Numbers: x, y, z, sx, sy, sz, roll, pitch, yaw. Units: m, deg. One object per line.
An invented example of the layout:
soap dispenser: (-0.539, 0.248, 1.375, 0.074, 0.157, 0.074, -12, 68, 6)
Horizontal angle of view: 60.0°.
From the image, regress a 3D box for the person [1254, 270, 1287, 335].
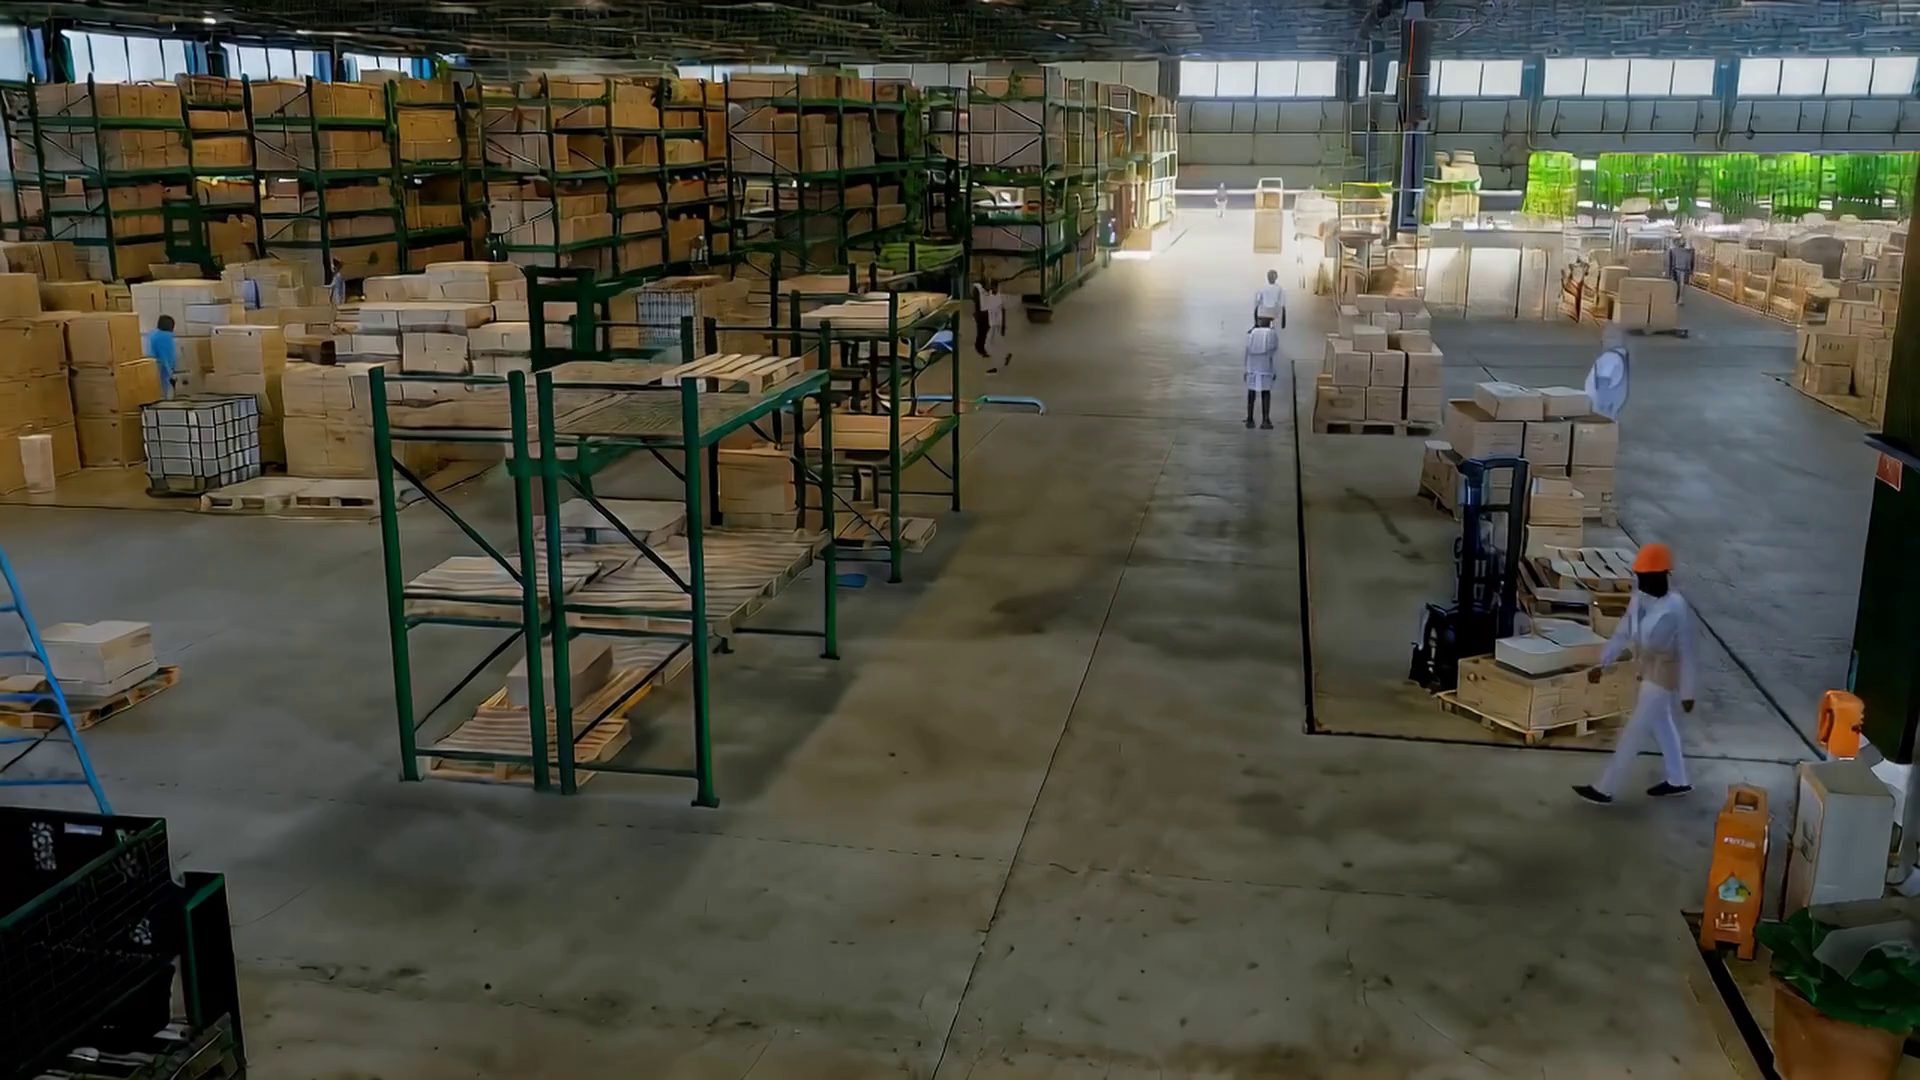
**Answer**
person: (6.175, -4.415, 33.104, 0.629, 1.911, 1.017, 3, 14, 11)

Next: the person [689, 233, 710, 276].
person: (-6.998, -7.262, 44.628, 0.552, 1.936, 0.360, 3, 14, 11)

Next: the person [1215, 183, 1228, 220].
person: (13.712, -17.768, 87.287, 0.649, 1.943, 1.041, -5, 15, -20)

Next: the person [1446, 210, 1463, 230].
person: (16.441, -9.937, 55.275, 0.615, 2.038, 0.396, -4, 14, -17)

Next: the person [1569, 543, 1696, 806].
person: (4.720, 0.933, 11.493, 1.000, 1.873, 0.603, -1, 14, -5)

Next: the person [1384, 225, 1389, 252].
person: (14.428, -9.885, 55.925, 0.279, 1.624, 0.494, -10, 17, -35)

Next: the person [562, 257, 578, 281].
person: (-9.363, -6.023, 40.234, 0.523, 1.631, 0.315, 0, 14, -2)

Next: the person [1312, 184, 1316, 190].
person: (19.446, -18.681, 91.438, 0.844, 1.708, 0.557, -6, 15, -24)

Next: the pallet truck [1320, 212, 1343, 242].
pallet truck: (15.874, -13.227, 70.310, 0.680, 1.201, 1.601, 10, 17, 35)

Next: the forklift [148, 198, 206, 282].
forklift: (-21.104, -7.887, 45.226, 1.129, 2.768, 1.873, 3, 14, 10)

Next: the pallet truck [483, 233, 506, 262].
pallet truck: (-11.832, -7.026, 43.548, 1.885, 1.965, 0.823, 8, 16, 28)

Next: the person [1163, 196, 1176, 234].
person: (9.490, -14.728, 75.383, 0.541, 1.714, 0.922, 2, 14, 9)

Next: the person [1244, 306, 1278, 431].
person: (4.720, -2.684, 26.045, 0.551, 1.932, 0.378, 8, 16, 30)

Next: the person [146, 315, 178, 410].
person: (-12.549, -2.607, 26.027, 0.680, 1.802, 0.629, 13, 19, 42)

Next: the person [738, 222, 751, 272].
person: (-7.197, -9.808, 55.483, 0.319, 1.690, 0.535, 12, 18, 41)

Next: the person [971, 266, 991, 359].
person: (0.457, -4.664, 34.140, 0.431, 1.905, 0.620, 9, 16, 33)

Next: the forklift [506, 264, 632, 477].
forklift: (-5.445, -2.379, 22.864, 1.129, 2.768, 1.873, 3, 14, 10)

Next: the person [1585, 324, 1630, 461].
person: (8.979, -2.001, 23.055, 0.691, 2.000, 0.627, -13, 19, -43)

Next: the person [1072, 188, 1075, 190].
person: (6.049, -18.056, 89.108, 0.572, 1.622, 0.489, -9, 16, -32)

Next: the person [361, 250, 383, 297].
person: (-13.554, -5.780, 38.711, 1.031, 1.878, 0.661, -12, 18, -41)

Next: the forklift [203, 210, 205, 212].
forklift: (-25.116, -10.520, 55.913, 1.873, 2.768, 1.129, -4, 14, -14)

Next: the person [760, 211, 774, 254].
person: (-7.323, -11.668, 63.164, 0.499, 1.629, 0.287, -1, 14, -4)

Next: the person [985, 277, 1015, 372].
person: (0.762, -4.214, 32.435, 0.630, 1.849, 0.532, -7, 16, -27)

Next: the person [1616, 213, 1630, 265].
person: (23.143, -10.513, 58.085, 0.403, 1.816, 0.604, 10, 17, 34)

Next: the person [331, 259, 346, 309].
person: (-14.467, -5.690, 38.743, 0.319, 1.696, 0.532, -6, 15, -24)

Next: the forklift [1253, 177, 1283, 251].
forklift: (12.083, -12.747, 64.956, 1.129, 2.768, 1.873, 3, 14, 10)

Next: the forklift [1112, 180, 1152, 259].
forklift: (6.082, -11.722, 60.796, 1.873, 2.768, 1.129, 2, 14, 9)

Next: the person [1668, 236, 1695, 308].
person: (19.162, -7.136, 44.230, 0.644, 1.890, 0.581, 4, 14, 16)

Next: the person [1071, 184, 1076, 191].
person: (6.038, -17.727, 87.217, 0.638, 1.892, 1.018, -1, 14, -4)

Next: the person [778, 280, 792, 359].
person: (-3.584, -4.491, 33.989, 0.308, 1.641, 0.514, 4, 14, 16)

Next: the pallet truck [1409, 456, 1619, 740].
pallet truck: (4.504, 0.400, 13.395, 0.823, 1.965, 1.885, -6, 15, -23)

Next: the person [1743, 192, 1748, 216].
person: (37.704, -15.865, 79.765, 0.586, 1.836, 0.403, -6, 15, -22)
